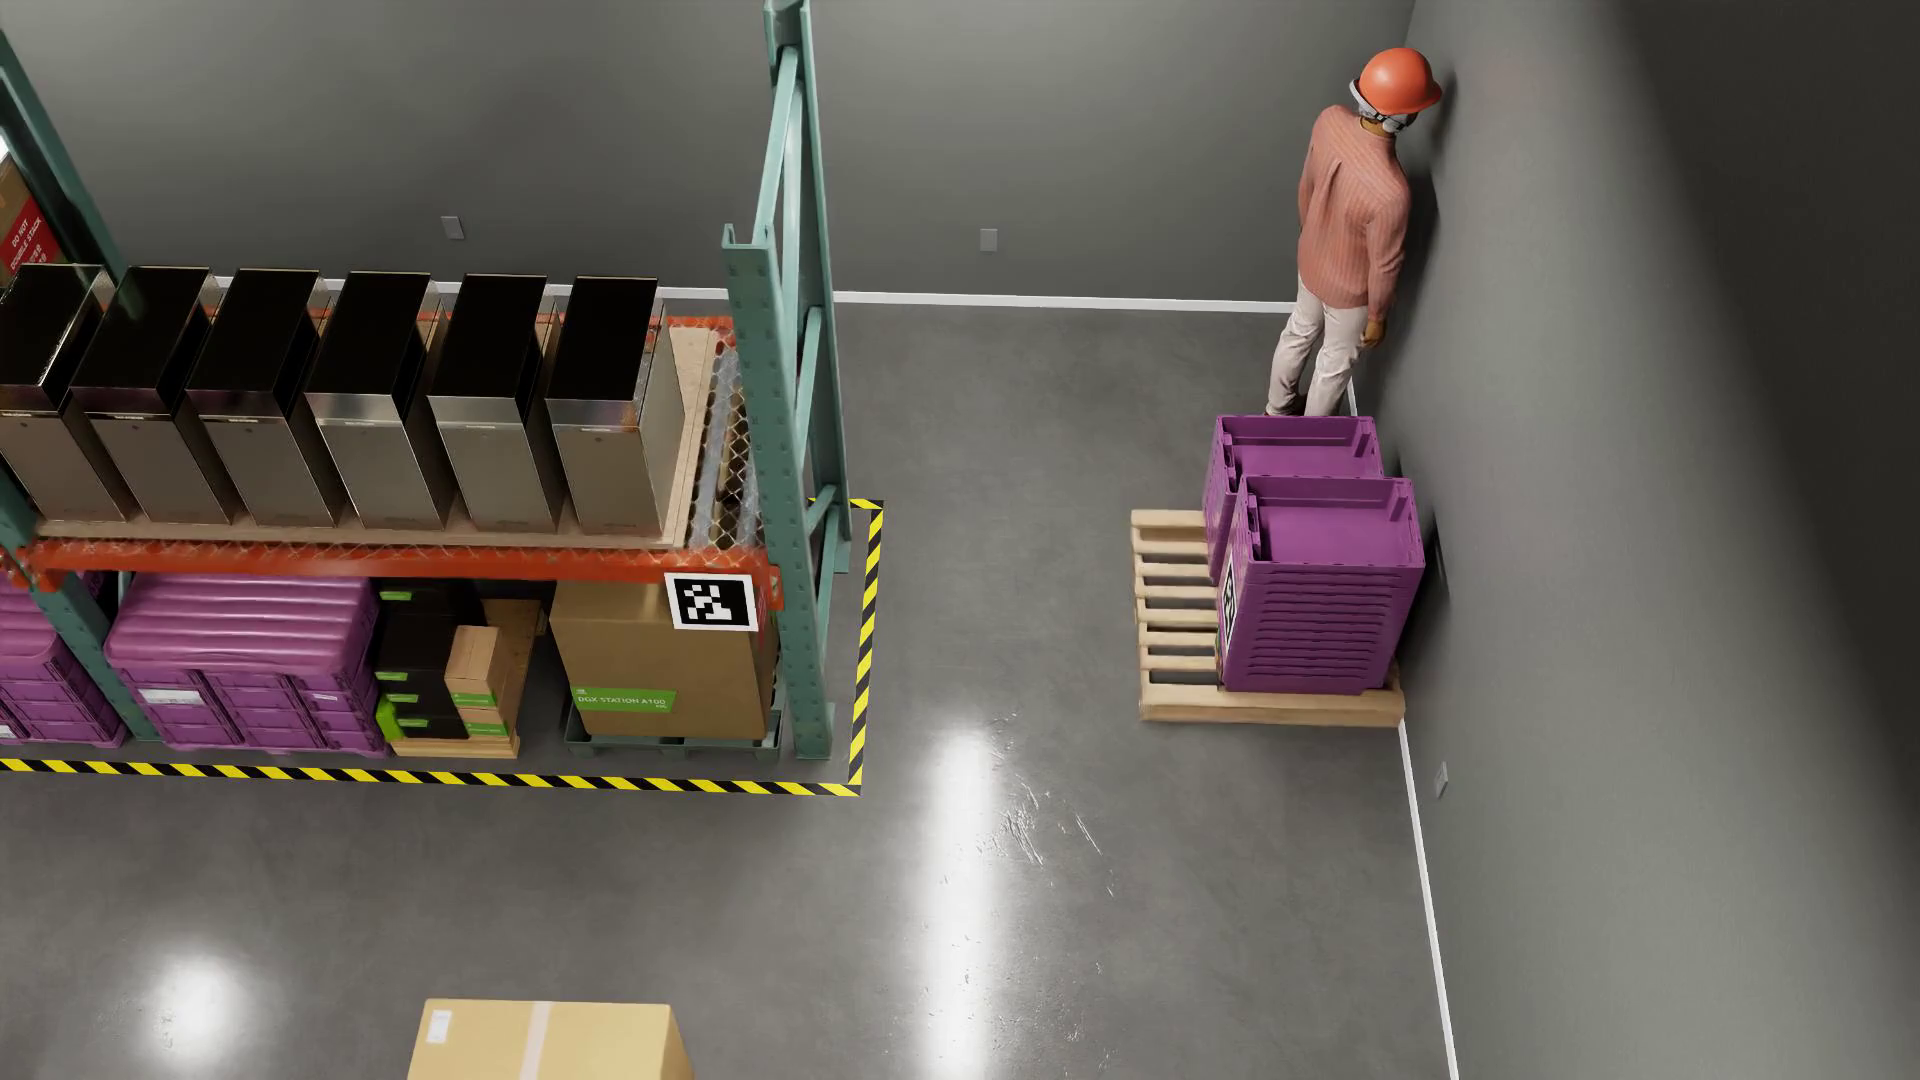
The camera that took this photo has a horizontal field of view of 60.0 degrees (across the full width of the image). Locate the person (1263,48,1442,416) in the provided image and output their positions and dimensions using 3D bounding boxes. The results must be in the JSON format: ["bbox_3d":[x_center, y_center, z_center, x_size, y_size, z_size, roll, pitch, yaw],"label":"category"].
[{"bbox_3d":[1.507,-1.052,6.485,0.381,1.994,0.619,-18,54,-13],"label":"person"}]
